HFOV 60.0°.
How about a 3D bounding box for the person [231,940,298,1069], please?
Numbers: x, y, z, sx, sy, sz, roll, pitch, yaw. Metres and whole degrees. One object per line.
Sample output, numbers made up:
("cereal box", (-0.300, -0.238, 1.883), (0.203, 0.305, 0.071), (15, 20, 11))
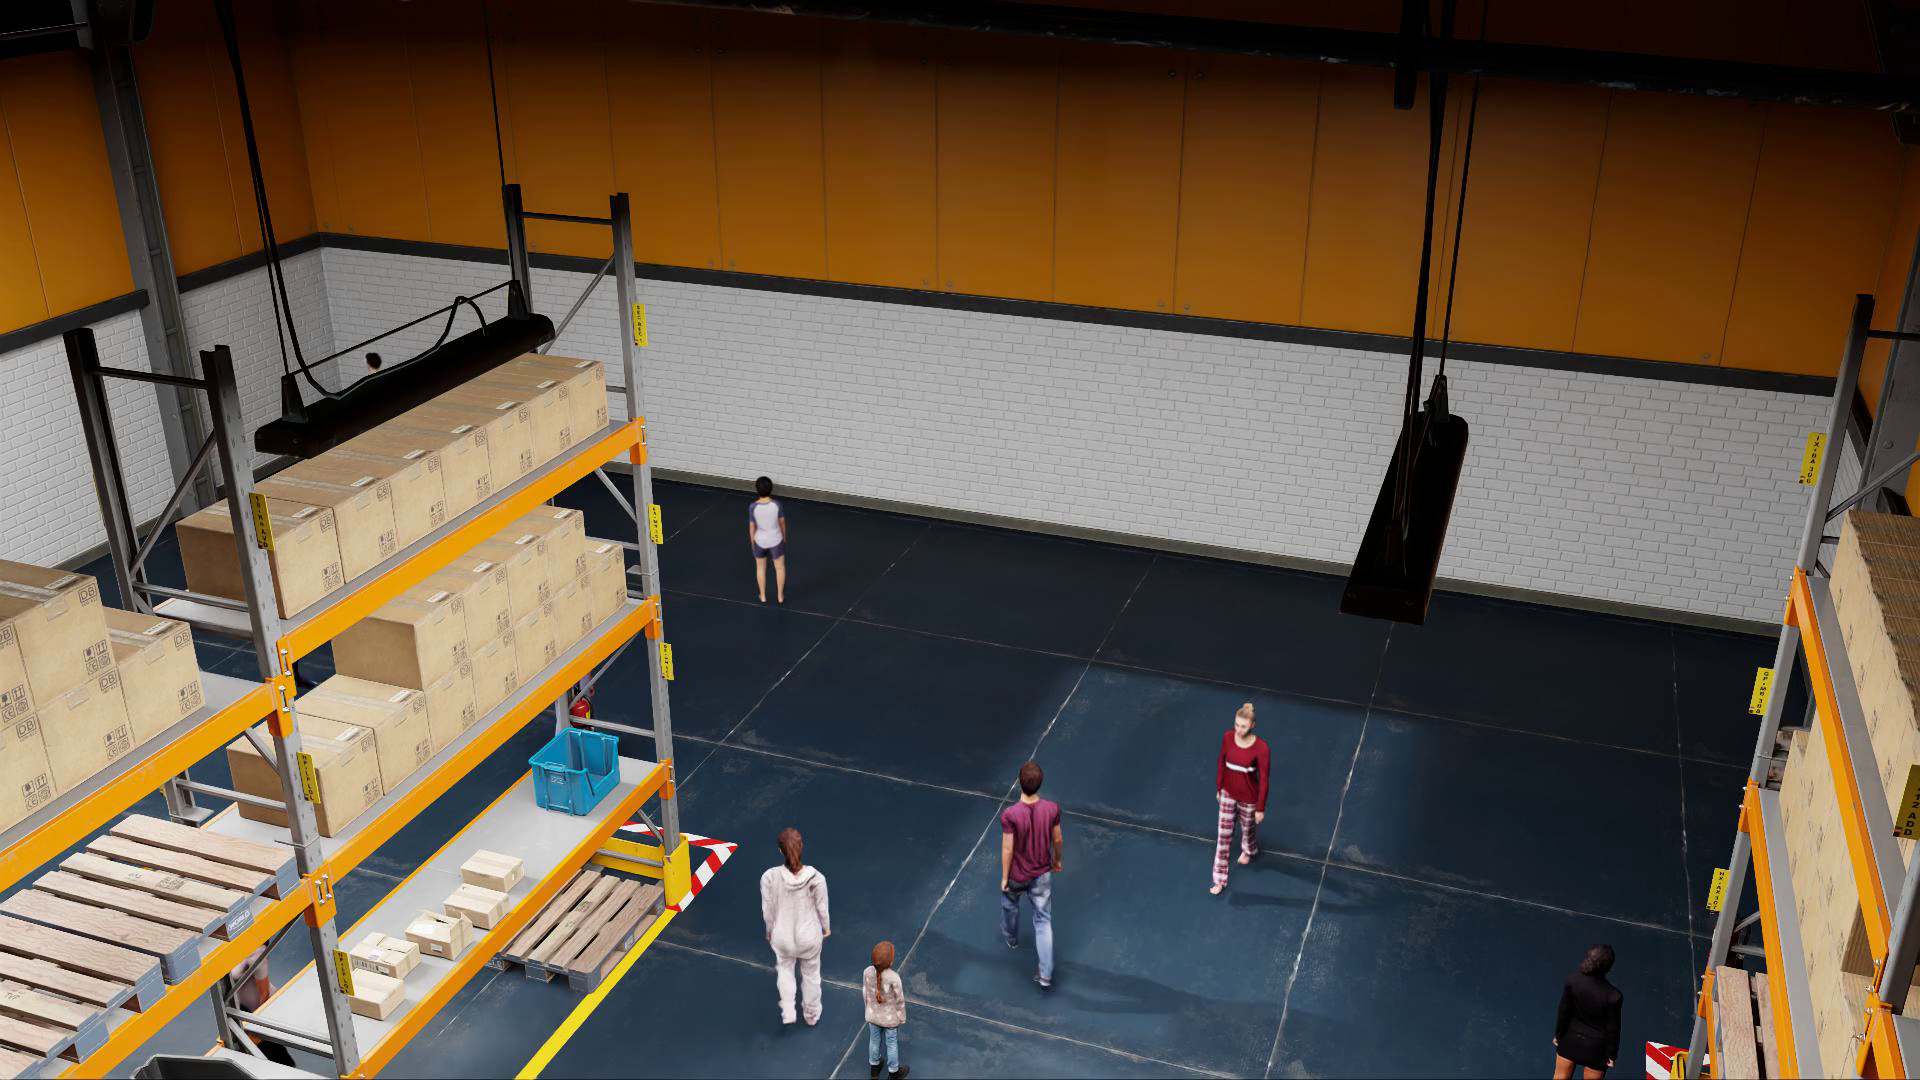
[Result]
("person", (-4.868, 3.266, 11.597), (0.668, 1.743, 0.655), (20, 31, 38))

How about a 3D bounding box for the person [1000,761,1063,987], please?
("person", (0.568, 2.630, 12.963), (1.096, 1.816, 1.274), (-6, 24, -14))

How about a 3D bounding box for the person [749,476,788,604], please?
("person", (-2.200, 0.001, 19.293), (0.656, 1.562, 0.672), (-2, 24, -5))

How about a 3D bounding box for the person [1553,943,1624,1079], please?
("person", (4.259, 3.439, 11.331), (0.650, 1.640, 0.689), (16, 28, 33))

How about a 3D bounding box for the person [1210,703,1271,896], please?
("person", (2.438, 2.163, 14.235), (0.758, 1.652, 1.081), (13, 27, 27))

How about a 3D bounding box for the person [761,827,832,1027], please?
("person", (-1.239, 2.955, 12.395), (0.725, 1.674, 0.737), (3, 24, 8))

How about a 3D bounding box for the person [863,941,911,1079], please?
("person", (-0.551, 3.398, 11.981), (0.487, 1.194, 0.476), (10, 26, 22))
